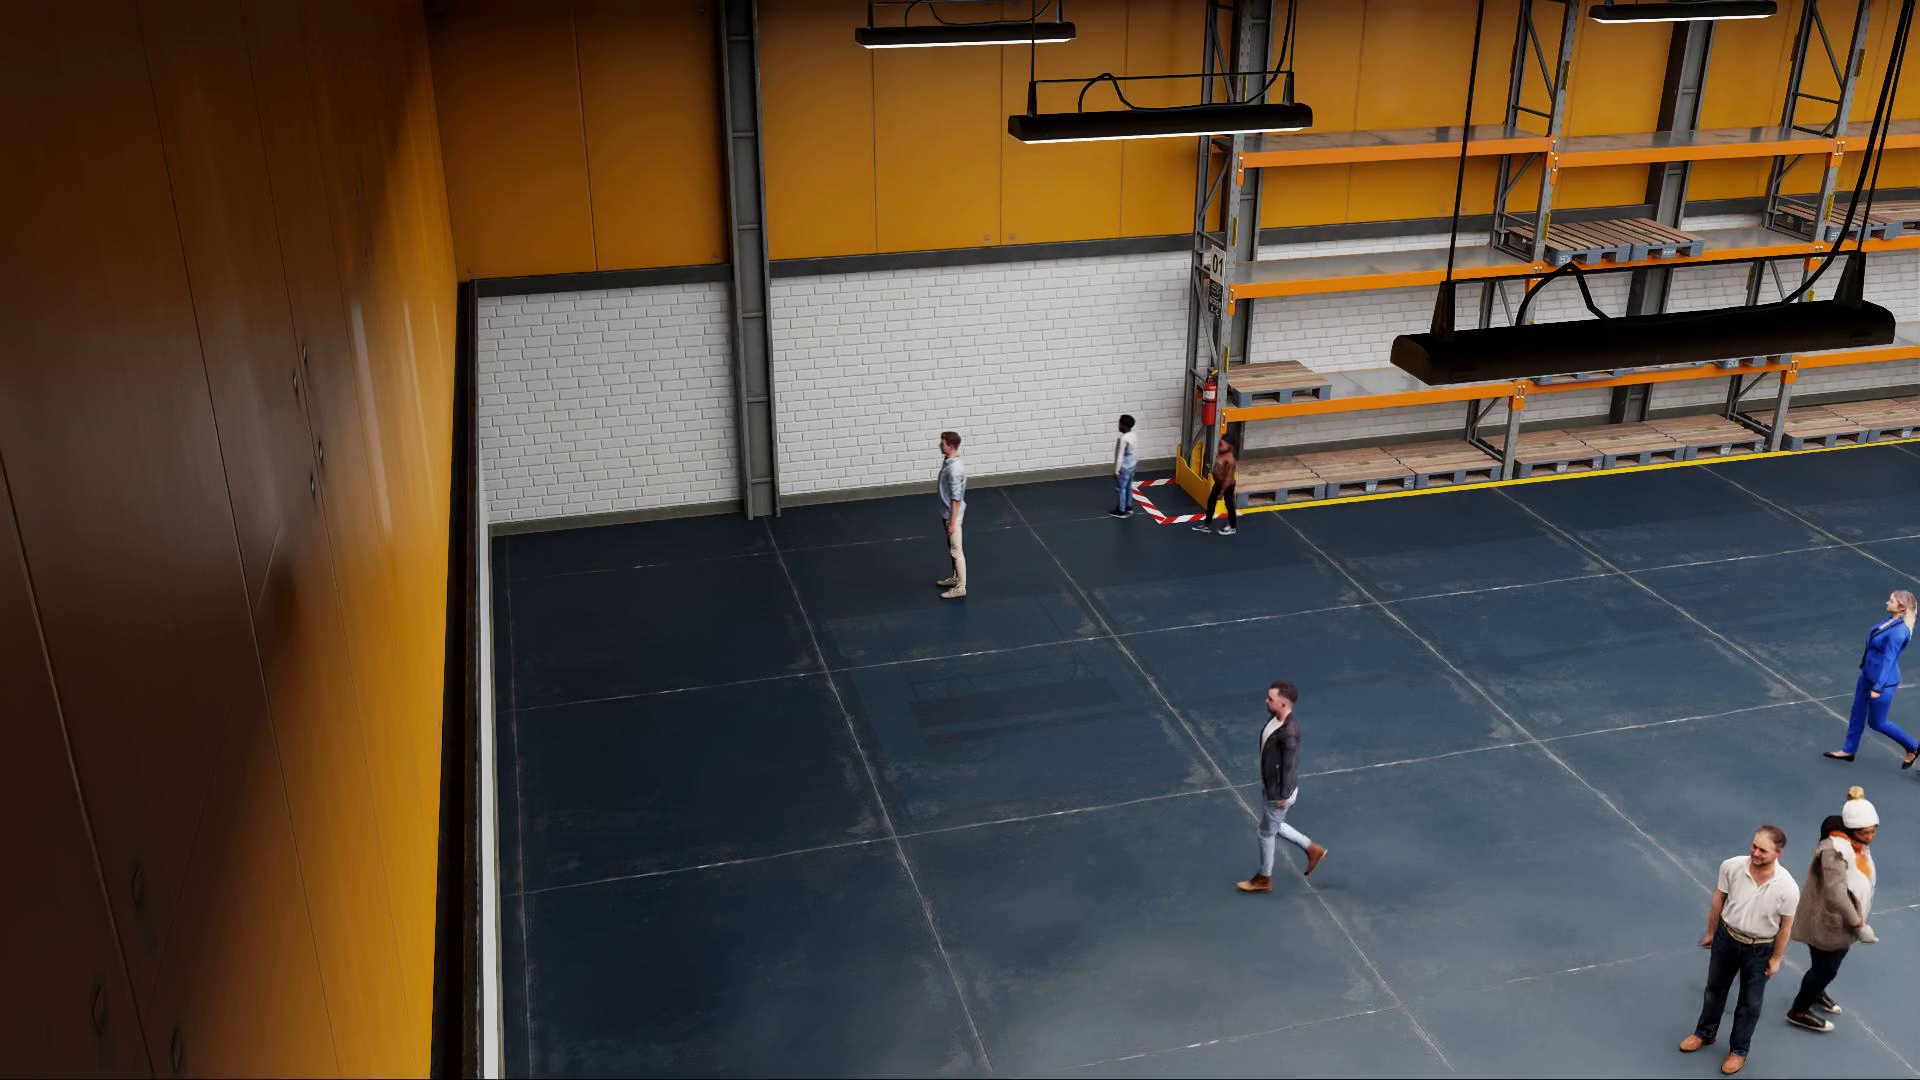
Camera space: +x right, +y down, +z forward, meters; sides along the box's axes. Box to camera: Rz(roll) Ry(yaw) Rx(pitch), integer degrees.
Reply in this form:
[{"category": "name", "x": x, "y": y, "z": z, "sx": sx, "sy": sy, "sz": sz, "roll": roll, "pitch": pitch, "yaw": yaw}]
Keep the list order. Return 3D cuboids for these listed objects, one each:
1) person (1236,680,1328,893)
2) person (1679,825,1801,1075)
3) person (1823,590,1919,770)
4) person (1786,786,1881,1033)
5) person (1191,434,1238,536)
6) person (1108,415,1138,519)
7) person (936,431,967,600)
[{"category": "person", "x": 2.517, "y": 1.906, "z": 12.728, "sx": 1.022, "sy": 1.817, "sz": 0.823, "roll": 0, "pitch": 24, "yaw": 1}, {"category": "person", "x": 5.193, "y": 2.655, "z": 10.968, "sx": 0.715, "sy": 1.854, "sz": 0.736, "roll": -18, "pitch": 29, "yaw": -35}, {"category": "person", "x": 8.065, "y": 1.241, "z": 14.417, "sx": 1.078, "sy": 1.684, "sz": 0.927, "roll": 7, "pitch": 25, "yaw": 16}, {"category": "person", "x": 5.854, "y": 2.493, "z": 11.309, "sx": 0.967, "sy": 1.879, "sz": 0.895, "roll": 15, "pitch": 28, "yaw": 30}, {"category": "person", "x": 3.127, "y": -0.638, "z": 19.272, "sx": 0.736, "sy": 1.236, "sz": 0.524, "roll": -7, "pitch": 24, "yaw": -15}, {"category": "person", "x": 1.978, "y": -0.898, "z": 19.840, "sx": 0.641, "sy": 1.259, "sz": 0.577, "roll": 14, "pitch": 27, "yaw": 30}, {"category": "person", "x": -0.080, "y": -0.283, "z": 17.701, "sx": 0.588, "sy": 1.846, "sz": 0.685, "roll": -2, "pitch": 24, "yaw": -5}]
